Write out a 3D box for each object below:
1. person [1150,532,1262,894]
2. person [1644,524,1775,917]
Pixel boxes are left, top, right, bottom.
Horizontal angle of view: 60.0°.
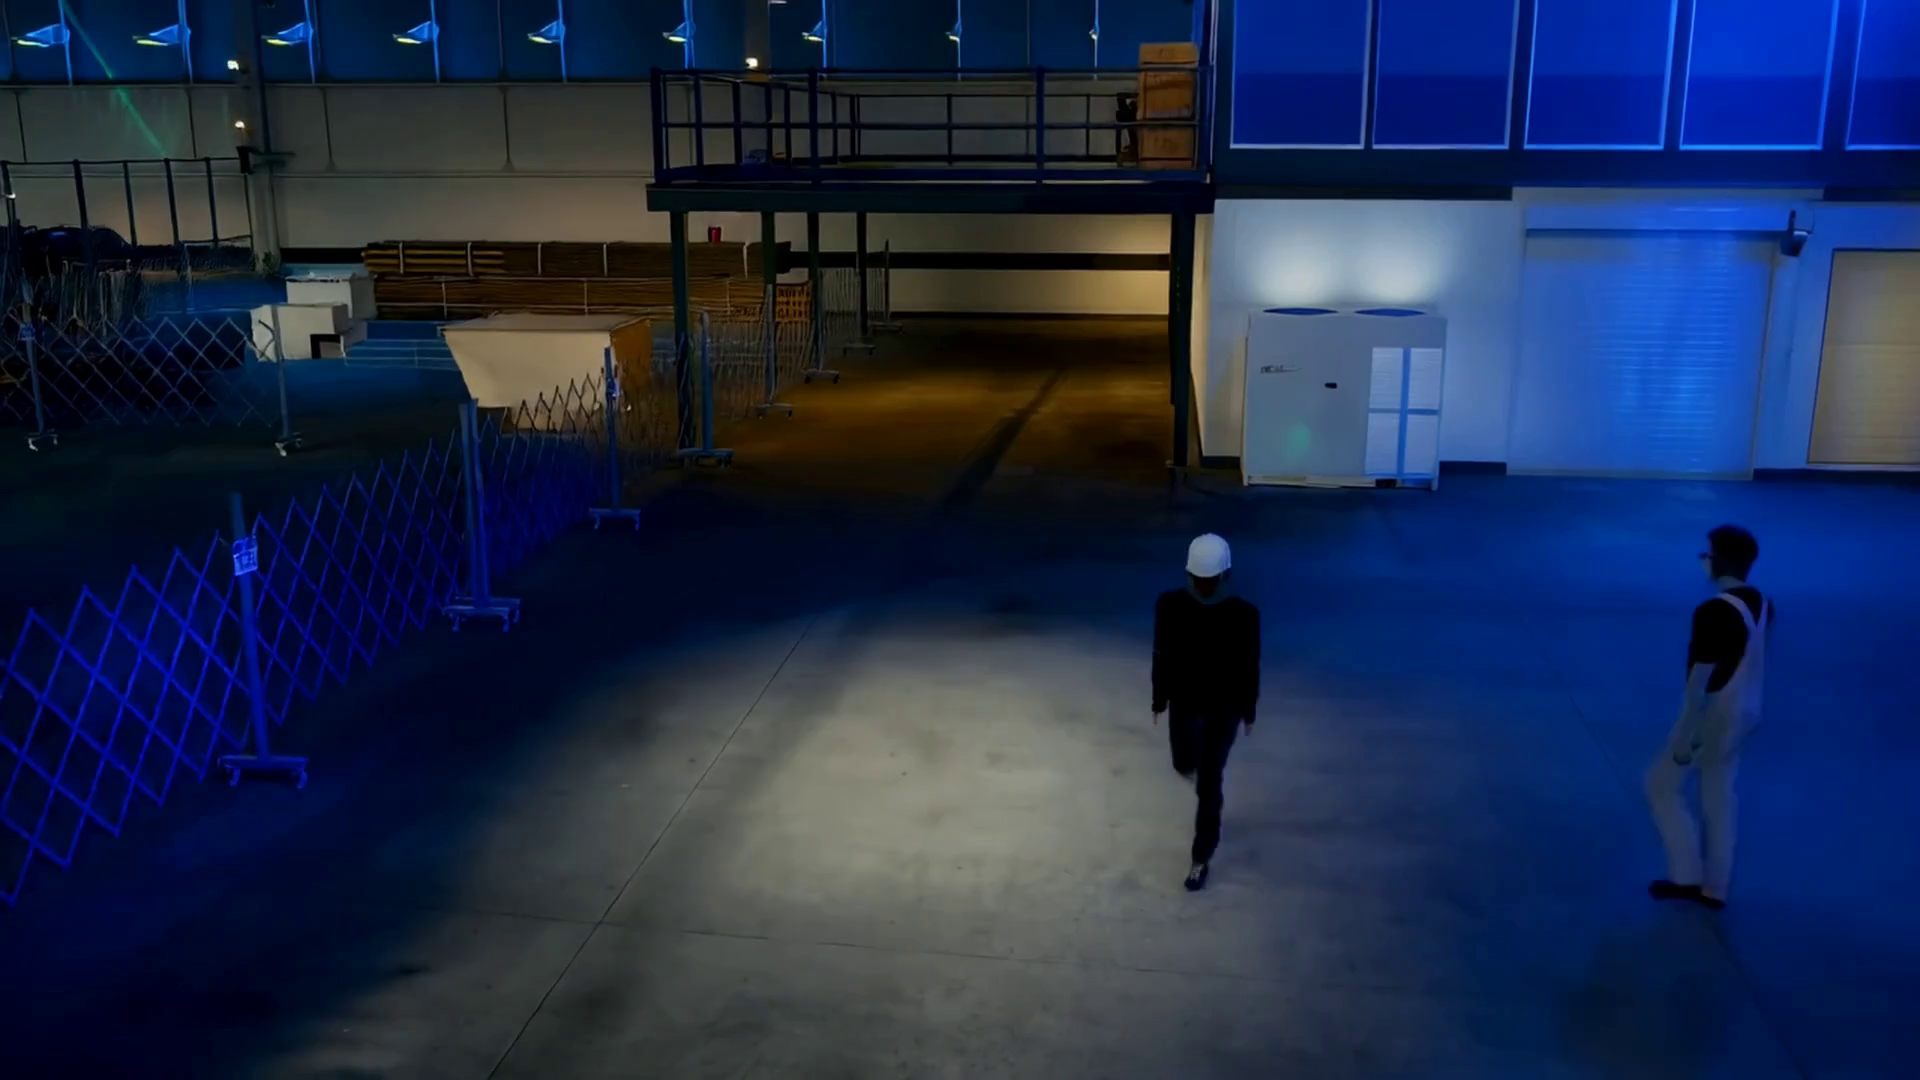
[{"bbox_3d":[1.216,0.760,8.058,0.520,1.734,0.741,7,15,26],"label":"person"},{"bbox_3d":[3.409,0.825,7.599,0.555,1.832,0.452,-8,16,-29],"label":"person"}]
